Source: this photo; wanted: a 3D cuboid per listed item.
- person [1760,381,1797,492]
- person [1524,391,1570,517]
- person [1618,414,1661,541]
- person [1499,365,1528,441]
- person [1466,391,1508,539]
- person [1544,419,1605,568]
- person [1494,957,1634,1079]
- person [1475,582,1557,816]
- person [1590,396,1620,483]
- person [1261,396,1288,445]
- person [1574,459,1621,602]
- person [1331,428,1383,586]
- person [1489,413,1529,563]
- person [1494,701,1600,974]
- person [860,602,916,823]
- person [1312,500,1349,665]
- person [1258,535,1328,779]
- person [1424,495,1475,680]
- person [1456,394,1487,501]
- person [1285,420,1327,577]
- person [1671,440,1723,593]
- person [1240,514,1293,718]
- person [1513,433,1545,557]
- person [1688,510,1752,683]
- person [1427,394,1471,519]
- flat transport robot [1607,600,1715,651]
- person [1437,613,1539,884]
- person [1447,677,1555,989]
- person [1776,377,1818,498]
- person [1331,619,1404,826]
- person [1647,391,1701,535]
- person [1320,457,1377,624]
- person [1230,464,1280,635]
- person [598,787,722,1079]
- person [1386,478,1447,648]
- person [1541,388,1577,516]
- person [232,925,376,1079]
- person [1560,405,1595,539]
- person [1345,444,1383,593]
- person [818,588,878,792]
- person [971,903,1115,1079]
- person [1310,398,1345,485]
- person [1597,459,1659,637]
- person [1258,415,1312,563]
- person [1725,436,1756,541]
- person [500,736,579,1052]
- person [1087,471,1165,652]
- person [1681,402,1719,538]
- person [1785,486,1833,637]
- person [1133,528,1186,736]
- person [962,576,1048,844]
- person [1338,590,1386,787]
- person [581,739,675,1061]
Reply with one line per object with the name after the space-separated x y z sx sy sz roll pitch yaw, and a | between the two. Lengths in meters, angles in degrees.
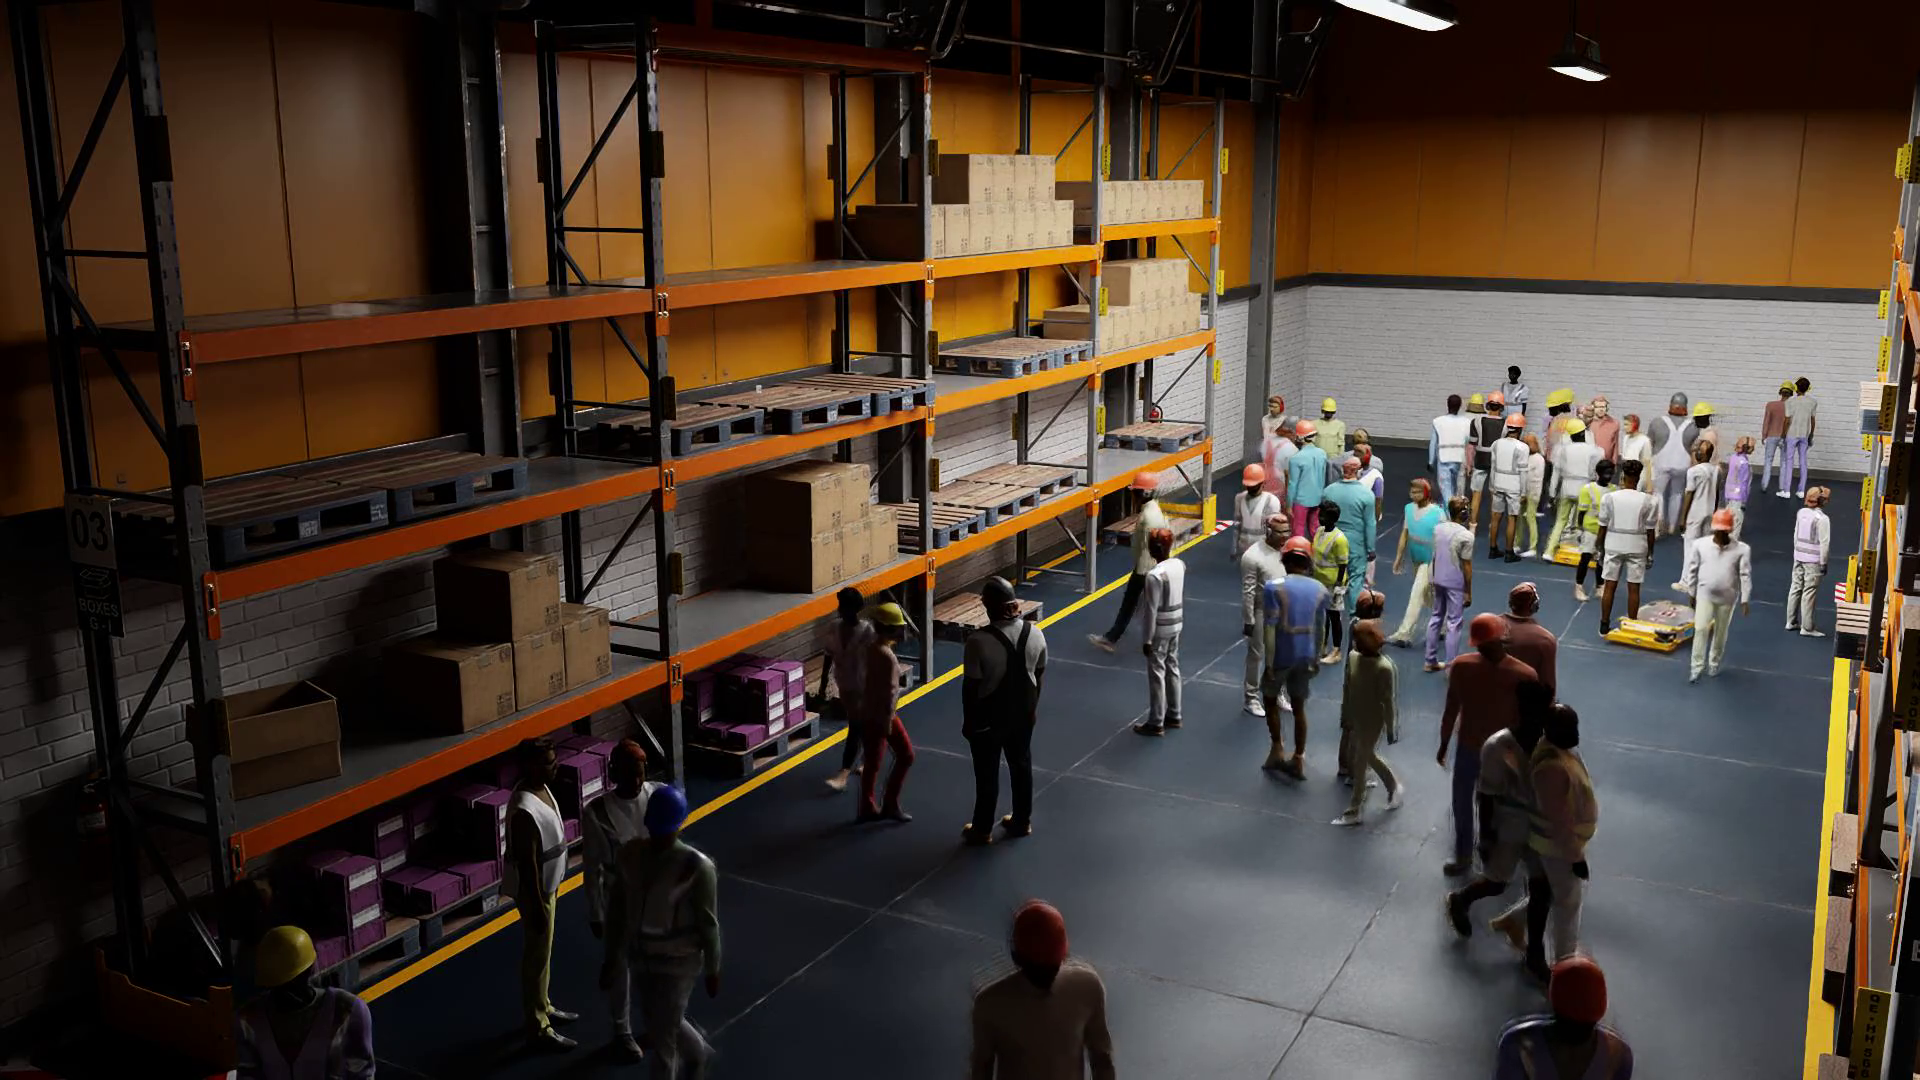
12.784 -1.597 25.912 0.532 1.756 0.337 6 14 24 | person
8.633 -1.212 23.911 0.880 1.885 0.578 1 13 5 | person
9.057 -0.798 22.271 0.922 1.794 0.602 -1 13 -4 | person
9.438 -2.142 28.475 0.532 1.697 0.319 11 17 41 | person
7.242 -1.018 22.710 0.613 2.028 0.409 4 13 19 | person
7.830 -0.576 21.036 0.728 1.900 0.491 7 14 27 | person
2.468 2.585 6.911 0.563 1.891 1.018 3 13 13 | person
4.286 1.255 12.831 0.634 1.900 0.397 11 17 41 | person
8.822 -1.047 23.101 0.651 1.907 0.409 0 13 1 | person
4.510 -1.144 23.696 0.393 1.836 0.560 -9 15 -35 | person
7.446 -0.115 19.421 0.539 1.690 0.322 -2 13 -9 | person
4.779 -0.380 20.042 0.635 1.937 0.353 8 15 32 | person
7.070 -0.675 21.393 0.387 1.929 0.543 -9 15 -35 | person
3.716 1.860 10.305 0.589 1.810 0.655 6 14 24 | person
-0.553 1.336 12.777 0.510 1.744 0.545 -5 14 -22 | person
3.751 0.426 16.978 0.317 1.695 0.540 -4 13 -18 | person
2.761 0.974 13.878 0.651 1.983 0.647 -4 13 -17 | person
4.877 0.464 16.505 0.350 1.837 0.502 -7 14 -29 | person
7.589 -1.300 24.637 0.490 1.730 0.323 2 13 8 | person
4.217 -0.479 20.391 0.615 1.986 0.413 -9 15 -34 | person
8.817 -0.282 19.843 0.508 1.842 0.354 -5 14 -22 | person
2.886 0.688 15.355 0.644 1.900 0.399 -7 14 -28 | person
7.385 -0.600 21.725 0.289 1.629 0.562 -7 14 -29 | person
7.424 0.565 16.295 0.581 1.712 0.834 6 14 25 | person
6.927 -1.109 23.432 0.580 1.885 0.897 -2 13 -7 | person
7.637 0.909 18.036 0.652 0.197 1.431 12 17 42 | flat transport robot
3.735 1.457 11.741 0.704 1.972 0.461 7 14 28 | person
3.464 1.760 10.446 0.609 1.934 0.869 -5 13 -19 | person
12.842 -1.573 25.536 0.517 1.873 0.328 0 13 2 | person
3.211 1.388 12.910 0.756 1.598 0.538 -6 14 -24 | person
9.766 -1.048 22.799 0.691 2.000 0.794 4 13 17 | person
4.274 0.034 18.292 0.650 1.900 0.401 12 17 42 | person
3.163 0.111 17.898 0.592 1.907 0.458 11 17 41 | person
-1.542 2.170 8.709 0.605 1.899 0.934 7 14 29 | person
4.823 0.248 17.540 0.985 1.799 0.594 -5 14 -21 | person
8.788 -1.297 24.253 0.598 1.900 0.652 6 14 26 | person
-2.769 2.527 7.080 0.586 1.921 0.385 0 13 0 | person
8.330 -0.882 22.400 0.400 1.895 0.653 11 17 41 | person
4.741 -0.228 19.571 0.372 1.843 0.570 -6 14 -24 | person
-0.918 1.203 13.585 0.551 1.648 0.862 9 16 35 | person
0.339 2.460 7.301 0.621 1.963 0.952 -4 13 -18 | person
5.285 -1.176 24.019 0.528 1.761 0.342 2 13 8 | person
7.144 0.102 17.854 0.599 1.958 0.373 7 15 30 | person
4.038 -0.651 21.024 0.984 2.000 0.804 -8 15 -33 | person
10.018 -0.535 21.430 0.313 1.630 0.528 2 13 9 | person
-2.429 2.010 9.550 0.390 1.846 0.564 -2 13 -9 | person
1.792 0.265 17.110 0.962 1.951 0.647 0 13 -1 | person
10.087 -0.935 22.612 0.504 1.899 0.616 3 13 14 | person
9.202 0.226 18.004 0.308 1.641 0.517 -2 13 -9 | person
1.791 0.813 14.840 0.357 1.880 0.585 9 16 35 | person
0.286 1.254 12.494 0.681 2.000 0.535 -7 14 -29 | person
3.302 1.210 13.619 0.312 1.631 0.514 -1 13 -3 | person
-1.846 2.024 9.425 0.584 1.878 0.368 -10 16 -38 | person
